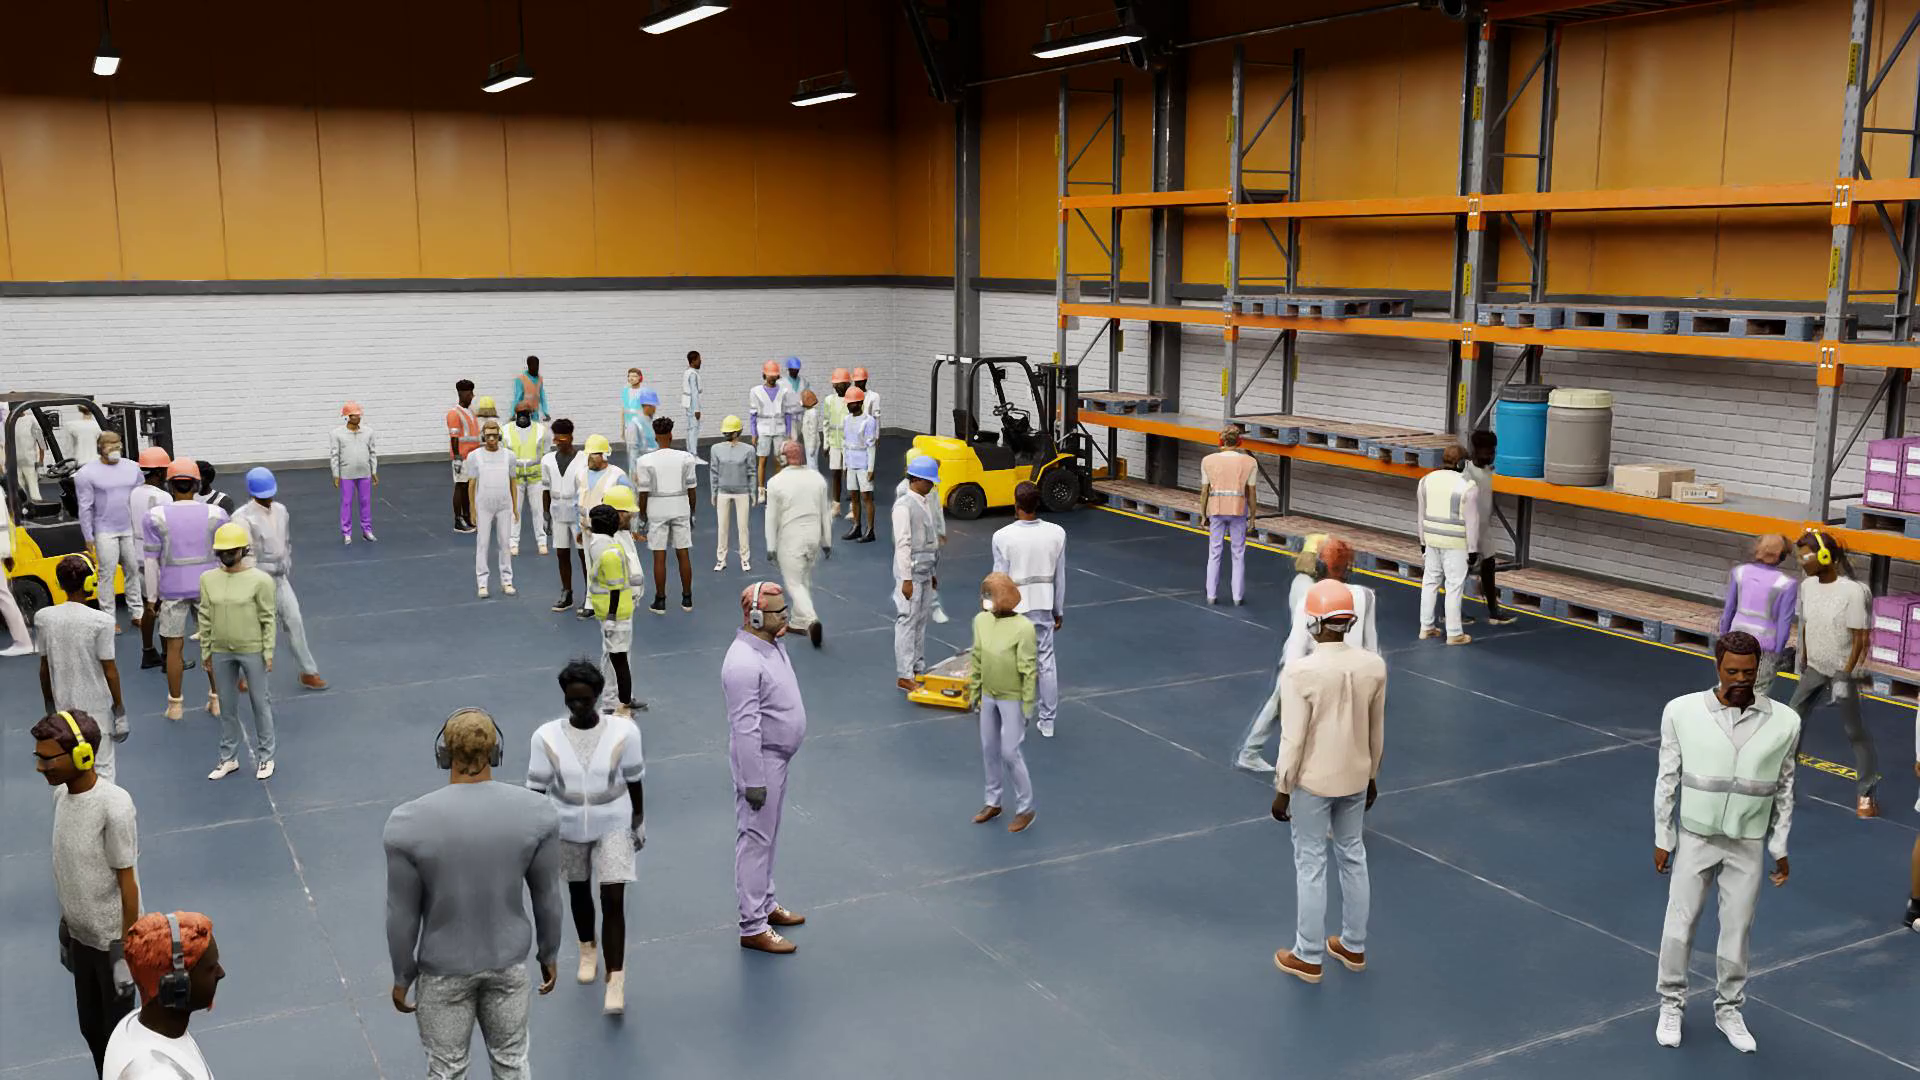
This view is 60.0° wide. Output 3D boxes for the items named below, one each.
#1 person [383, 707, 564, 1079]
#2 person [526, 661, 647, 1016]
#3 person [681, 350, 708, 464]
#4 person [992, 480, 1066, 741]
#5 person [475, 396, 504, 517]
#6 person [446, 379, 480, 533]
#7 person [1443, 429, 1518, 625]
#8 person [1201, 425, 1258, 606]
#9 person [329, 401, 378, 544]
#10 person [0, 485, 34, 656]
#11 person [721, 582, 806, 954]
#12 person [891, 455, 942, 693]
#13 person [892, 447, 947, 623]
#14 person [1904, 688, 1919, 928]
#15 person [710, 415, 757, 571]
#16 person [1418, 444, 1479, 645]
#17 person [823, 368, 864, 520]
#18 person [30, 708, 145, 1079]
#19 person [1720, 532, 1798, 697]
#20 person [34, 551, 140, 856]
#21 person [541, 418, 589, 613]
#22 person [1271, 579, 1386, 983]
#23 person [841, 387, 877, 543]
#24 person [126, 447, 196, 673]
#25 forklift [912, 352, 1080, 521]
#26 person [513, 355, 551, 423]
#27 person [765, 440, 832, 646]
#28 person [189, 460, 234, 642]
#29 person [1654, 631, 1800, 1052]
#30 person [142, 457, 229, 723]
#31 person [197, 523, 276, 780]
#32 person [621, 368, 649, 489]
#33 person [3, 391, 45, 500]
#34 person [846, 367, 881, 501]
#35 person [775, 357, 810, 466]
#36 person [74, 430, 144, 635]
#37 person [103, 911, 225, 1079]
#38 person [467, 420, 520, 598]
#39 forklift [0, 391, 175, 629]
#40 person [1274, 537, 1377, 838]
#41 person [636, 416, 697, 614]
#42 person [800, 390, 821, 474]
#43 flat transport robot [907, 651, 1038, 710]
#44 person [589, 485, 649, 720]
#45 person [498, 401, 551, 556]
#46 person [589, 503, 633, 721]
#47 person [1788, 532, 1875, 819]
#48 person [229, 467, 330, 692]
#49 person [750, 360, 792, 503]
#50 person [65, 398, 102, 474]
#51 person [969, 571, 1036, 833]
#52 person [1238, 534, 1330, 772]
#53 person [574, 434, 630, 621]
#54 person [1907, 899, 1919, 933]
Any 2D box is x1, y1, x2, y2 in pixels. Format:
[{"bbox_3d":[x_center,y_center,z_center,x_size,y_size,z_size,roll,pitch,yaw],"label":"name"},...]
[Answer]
[{"bbox_3d":[-1.788,1.568,6.175,0.641,1.927,0.386,-5,11,-27],"label":"person"},{"bbox_3d":[-1.773,1.400,7.883,0.553,1.655,0.820,-1,10,-6],"label":"person"},{"bbox_3d":[-4.499,-2.234,28.068,0.392,1.922,0.593,-3,10,-18],"label":"person"},{"bbox_3d":[0.502,0.520,12.216,0.588,1.920,0.391,-4,11,-22],"label":"person"},{"bbox_3d":[-6.183,-1.026,21.754,0.489,1.700,0.900,-2,10,-11],"label":"person"},{"bbox_3d":[-6.336,-1.084,21.318,0.362,1.962,0.614,1,10,7],"label":"person"},{"bbox_3d":[4.968,-0.100,15.787,0.778,1.922,0.710,7,12,37],"label":"person"},{"bbox_3d":[2.712,-0.239,16.830,0.561,1.837,0.388,2,10,13],"label":"person"},{"bbox_3d":[-7.447,-0.835,20.479,0.572,1.755,0.319,-8,13,-39],"label":"person"},{"bbox_3d":[-8.712,0.122,14.669,0.950,1.869,0.581,-2,10,-9],"label":"person"},{"bbox_3d":[-0.996,1.154,8.606,0.408,1.909,0.638,1,10,3],"label":"person"},{"bbox_3d":[-0.344,0.272,13.590,0.401,1.939,0.604,3,10,19],"label":"person"},{"bbox_3d":[-0.409,-0.072,16.206,0.784,1.700,0.496,9,13,42],"label":"person"},{"bbox_3d":[5.254,1.142,8.636,0.387,1.924,0.549,-7,12,-35],"label":"person"},{"bbox_3d":[-2.543,-0.521,18.667,0.523,1.763,0.329,0,10,0],"label":"person"},{"bbox_3d":[4.486,0.037,15.257,0.430,1.836,0.630,-7,12,-36],"label":"person"},{"bbox_3d":[-1.577,-1.280,22.226,0.614,2.041,0.390,5,11,25],"label":"person"},{"bbox_3d":[-3.348,1.558,6.440,0.524,1.857,0.341,7,12,34],"label":"person"},{"bbox_3d":[5.605,0.741,11.841,0.641,1.612,0.535,-6,11,-30],"label":"person"},{"bbox_3d":[-5.088,0.994,9.668,0.511,1.862,0.324,2,10,9],"label":"person"},{"bbox_3d":[-3.885,-0.243,16.533,0.609,1.952,0.389,3,10,14],"label":"person"},{"bbox_3d":[1.806,1.178,8.215,0.623,1.992,0.396,-5,11,-25],"label":"person"},{"bbox_3d":[-1.273,-0.929,20.544,0.545,1.931,0.387,9,13,42],"label":"person"},{"bbox_3d":[-6.837,0.167,14.228,0.544,1.929,0.378,7,12,33],"label":"person"},{"bbox_3d":[0.460,-1.461,22.833,2.313,2.155,1.214,-5,11,-28],"label":"forklift"},{"bbox_3d":[-7.069,-2.097,27.391,0.515,1.889,0.597,4,11,23],"label":"person"},{"bbox_3d":[-1.451,0.021,15.275,0.685,1.868,0.861,-8,13,-39],"label":"person"},{"bbox_3d":[-6.876,0.107,15.235,0.540,1.695,0.317,3,10,16],"label":"person"},{"bbox_3d":[3.432,1.341,7.496,0.590,1.919,0.392,2,10,10],"label":"person"},{"bbox_3d":[-5.900,0.376,12.745,0.614,2.029,0.409,-6,11,-31],"label":"person"},{"bbox_3d":[-4.906,0.755,11.300,0.522,1.771,0.307,0,10,1],"label":"person"},{"bbox_3d":[-4.847,-1.665,24.994,0.569,1.849,0.384,5,11,28],"label":"person"},{"bbox_3d":[-11.616,-0.915,20.626,0.538,1.869,0.313,1,10,7],"label":"person"},{"bbox_3d":[-1.419,-1.516,23.887,0.552,1.936,0.358,1,10,8],"label":"person"},{"bbox_3d":[-2.671,-1.989,26.774,0.603,1.895,1.018,-7,12,-35],"label":"person"},{"bbox_3d":[-7.924,-0.073,15.613,0.379,1.931,0.635,8,12,37],"label":"person"},{"bbox_3d":[-2.082,1.896,4.425,0.345,1.879,0.581,-5,11,-27],"label":"person"},{"bbox_3d":[-4.840,-0.324,17.291,0.506,1.846,0.350,-5,11,-25],"label":"person"},{"bbox_3d":[-9.026,-0.363,16.508,1.214,2.155,2.313,6,11,29],"label":"forklift"},{"bbox_3d":[2.202,0.889,10.302,0.606,1.841,0.923,-6,11,-30],"label":"person"},{"bbox_3d":[-2.903,-0.245,16.506,0.600,1.960,0.374,-4,11,-23],"label":"person"},{"bbox_3d":[-2.130,-1.326,23.700,0.280,1.628,0.504,-3,10,-15],"label":"person"},{"bbox_3d":[0.180,1.101,13.610,0.652,0.197,1.431,5,11,25],"label":"flat transport robot"},{"bbox_3d":[-2.625,0.480,12.752,0.403,1.817,0.605,1,10,3],"label":"person"},{"bbox_3d":[-5.134,-0.725,19.651,0.623,1.835,0.431,-3,10,-15],"label":"person"},{"bbox_3d":[-2.639,0.563,12.612,0.322,1.696,0.530,-2,10,-12],"label":"person"},{"bbox_3d":[5.523,0.857,10.598,0.765,1.816,0.597,-4,11,-21],"label":"person"},{"bbox_3d":[-5.648,0.331,13.454,0.779,1.893,0.626,4,10,20],"label":"person"},{"bbox_3d":[-2.686,-1.540,23.727,0.608,2.044,0.372,-3,10,-17],"label":"person"},{"bbox_3d":[-11.187,-0.989,21.385,0.537,1.750,0.440,-3,10,-16],"label":"person"},{"bbox_3d":[0.264,0.995,10.346,0.298,1.618,0.513,-10,14,-44],"label":"person"},{"bbox_3d":[2.327,0.792,11.319,0.857,1.691,0.489,0,10,-2],"label":"person"},{"bbox_3d":[-3.480,-0.112,16.099,0.589,1.835,0.404,4,11,23],"label":"person"},{"bbox_3d":[5.232,1.070,8.696,0.389,2.041,0.614,5,11,27],"label":"person"}]
